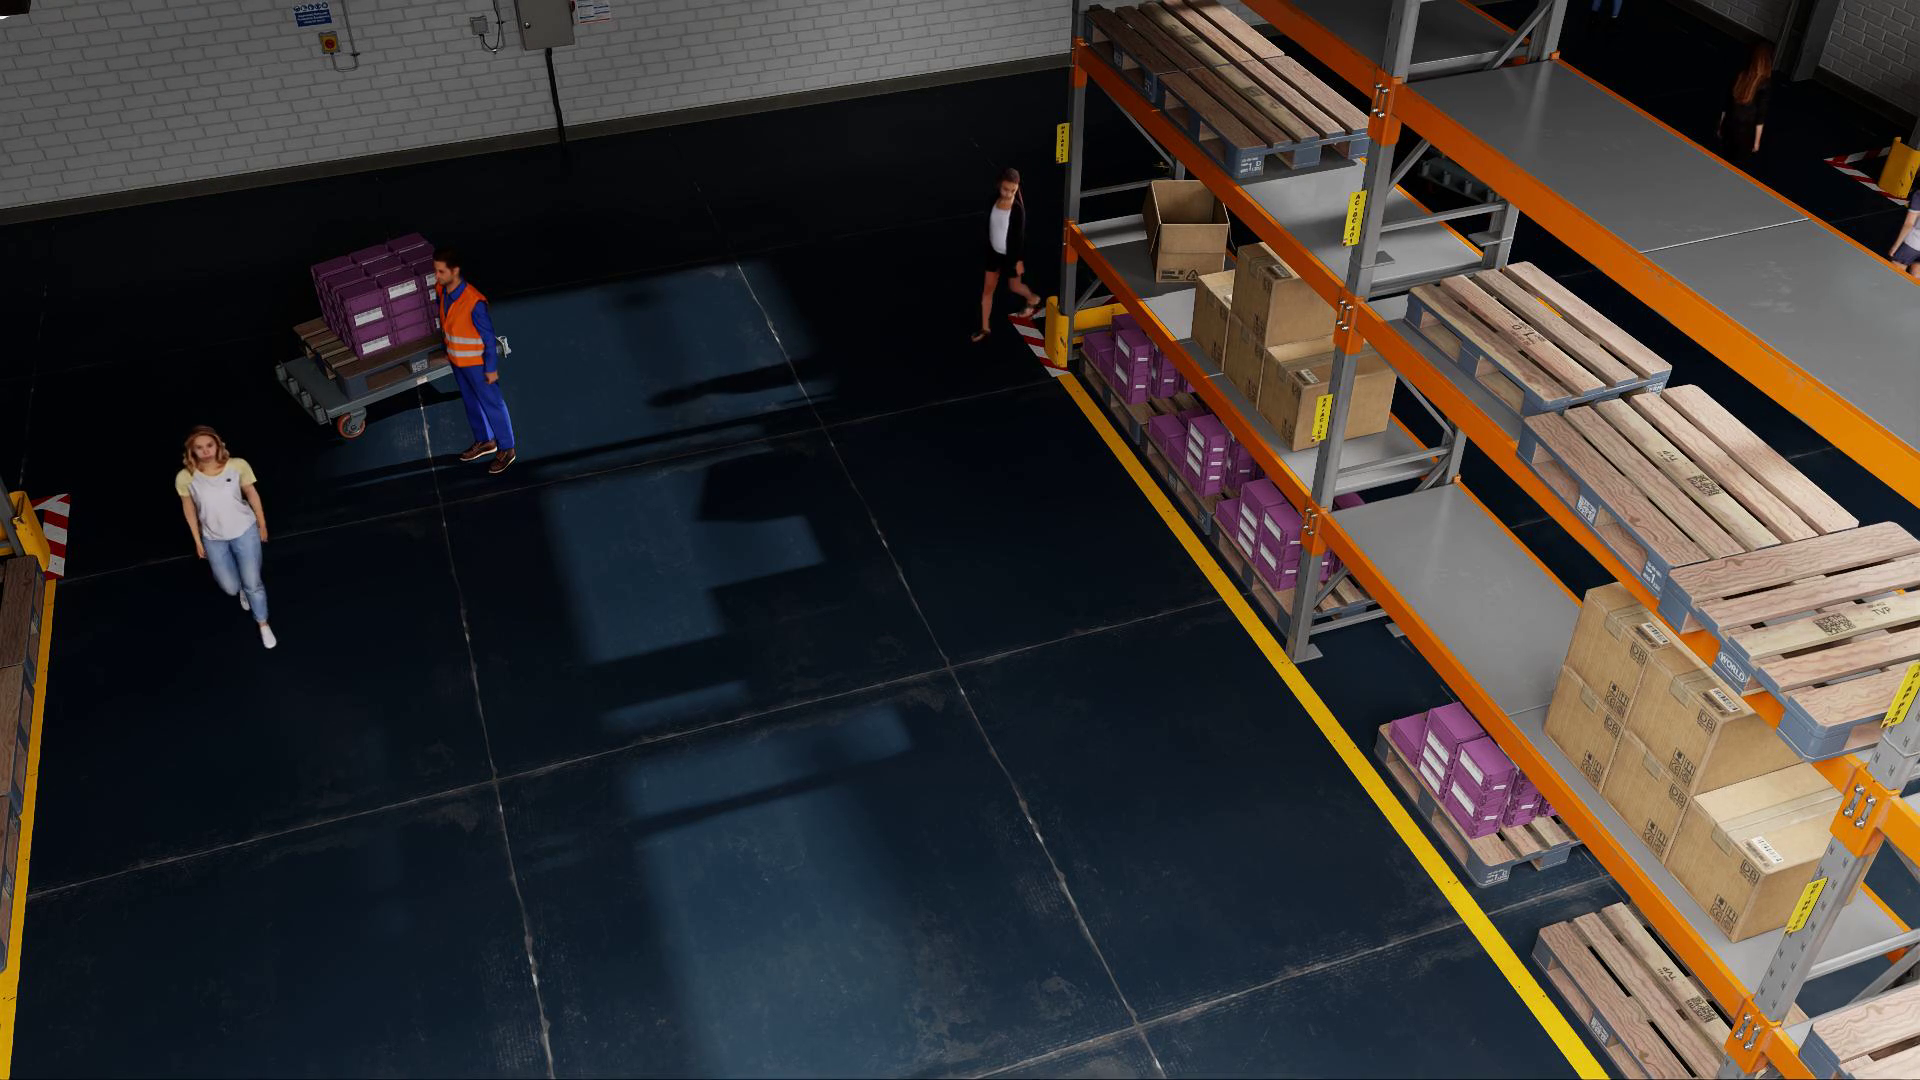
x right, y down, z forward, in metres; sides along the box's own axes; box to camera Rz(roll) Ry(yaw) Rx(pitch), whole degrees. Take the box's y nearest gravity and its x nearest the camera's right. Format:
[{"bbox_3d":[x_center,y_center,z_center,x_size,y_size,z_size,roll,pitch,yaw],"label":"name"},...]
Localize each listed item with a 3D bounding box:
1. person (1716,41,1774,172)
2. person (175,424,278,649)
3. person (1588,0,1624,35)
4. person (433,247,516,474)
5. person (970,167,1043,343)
[{"bbox_3d":[7.252,-3.818,15.620,0.719,1.695,0.863,-17,42,-20],"label":"person"},{"bbox_3d":[-4.799,-0.072,10.917,0.708,1.711,0.853,-19,42,-22],"label":"person"},{"bbox_3d":[7.641,-6.748,19.284,0.710,1.701,0.596,-30,48,-32],"label":"person"},{"bbox_3d":[-3.642,-1.353,12.400,0.756,1.863,0.857,23,44,26],"label":"person"},{"bbox_3d":[0.447,-2.445,14.041,1.055,1.521,0.962,29,47,32],"label":"person"}]
